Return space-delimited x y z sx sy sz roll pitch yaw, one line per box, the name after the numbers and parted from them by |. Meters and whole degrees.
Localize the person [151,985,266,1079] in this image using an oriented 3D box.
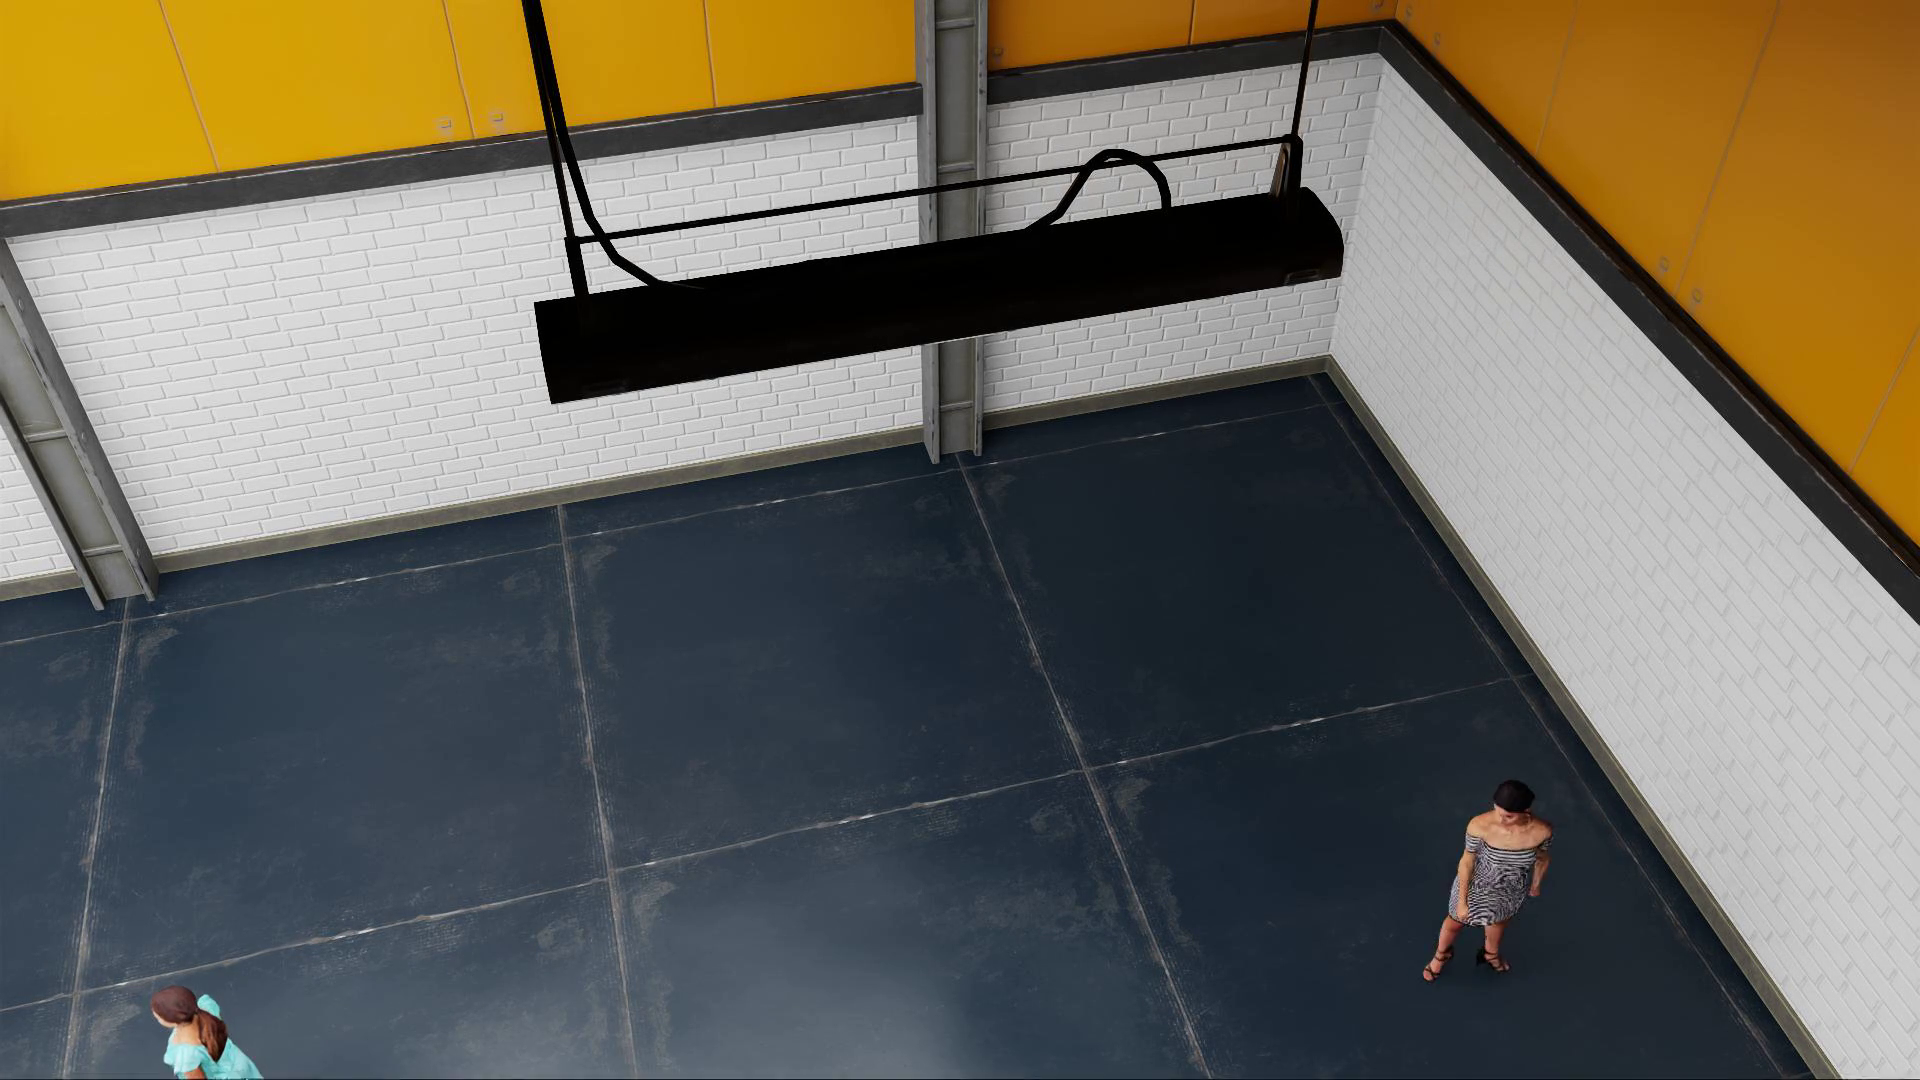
-3.630 2.636 8.166 0.627 1.557 0.612 2 44 2 | person

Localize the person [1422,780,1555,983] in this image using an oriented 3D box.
2.884 1.806 8.858 0.596 1.804 0.824 -7 44 -7 | person
